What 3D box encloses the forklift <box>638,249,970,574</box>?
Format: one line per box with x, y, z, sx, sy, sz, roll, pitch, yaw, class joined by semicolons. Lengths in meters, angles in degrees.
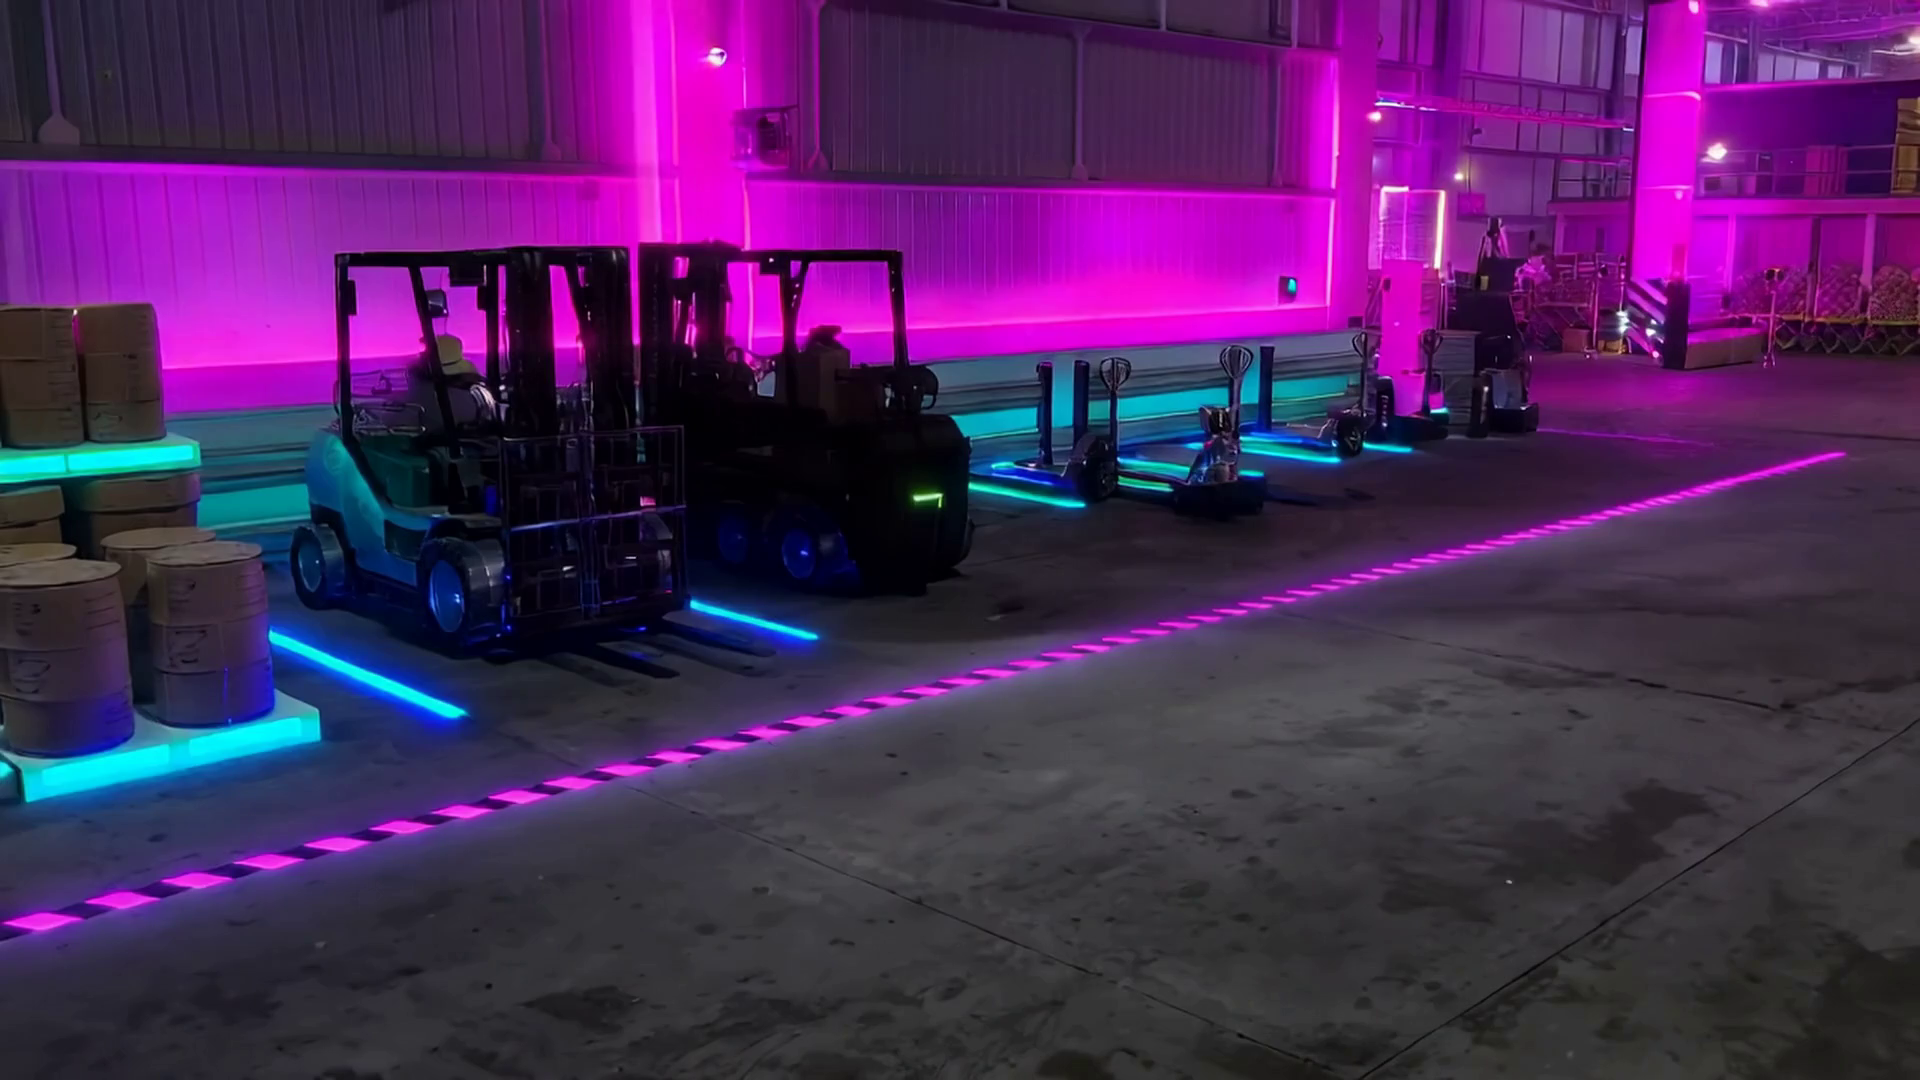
-1.173;-0.958;11.239;2.680;1.987;1.157;10;14;43;forklift

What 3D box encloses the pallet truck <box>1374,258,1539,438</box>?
5.704;-2.208;18.901;1.885;1.965;0.823;10;14;43;pallet truck

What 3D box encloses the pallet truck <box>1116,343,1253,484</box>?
1.962;-1.215;15.415;1.522;1.261;0.704;10;14;43;pallet truck

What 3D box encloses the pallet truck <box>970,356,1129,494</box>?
0.784;-1.085;14.876;0.680;1.201;1.601;-10;14;-44;pallet truck

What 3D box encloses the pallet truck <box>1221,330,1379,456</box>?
3.563;-1.581;17.381;0.653;1.274;1.630;-10;14;-44;pallet truck

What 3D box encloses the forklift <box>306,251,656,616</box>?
-2.833;-0.669;9.694;1.157;1.987;2.680;-10;14;-44;forklift

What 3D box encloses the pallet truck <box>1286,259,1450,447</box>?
4.493;-2.078;18.196;0.823;1.965;1.885;-9;14;-40;pallet truck
